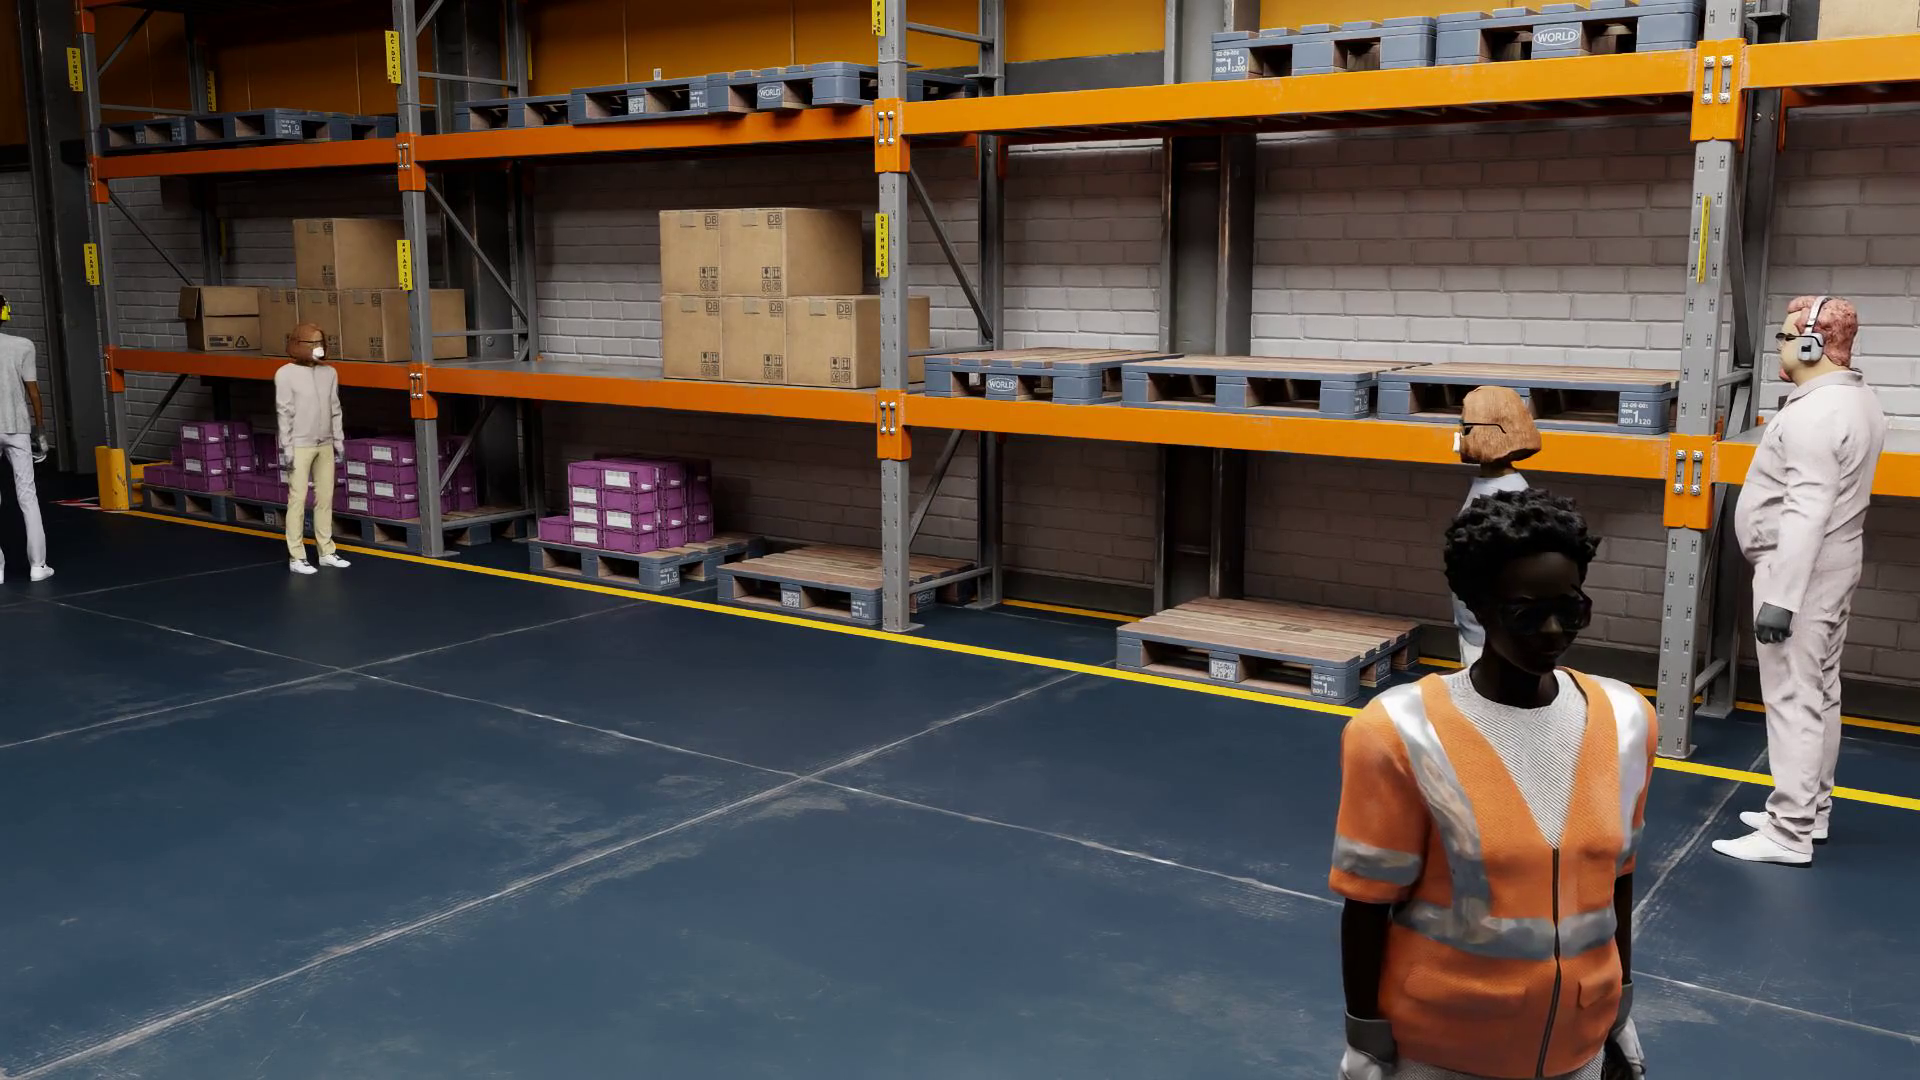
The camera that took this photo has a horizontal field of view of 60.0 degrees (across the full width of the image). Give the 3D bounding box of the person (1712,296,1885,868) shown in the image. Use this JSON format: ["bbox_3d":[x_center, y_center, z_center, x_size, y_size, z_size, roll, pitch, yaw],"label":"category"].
[{"bbox_3d":[2.821,0.139,5.609,0.409,1.907,0.651,8,12,39],"label":"person"}]

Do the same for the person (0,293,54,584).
[{"bbox_3d":[-6.020,-0.652,10.450,0.508,1.865,0.329,-5,11,-27],"label":"person"}]

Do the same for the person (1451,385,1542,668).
[{"bbox_3d":[1.668,0.327,5.302,0.279,1.634,0.499,2,10,9],"label":"person"}]

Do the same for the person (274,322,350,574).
[{"bbox_3d":[-4.223,-0.598,10.838,0.277,1.628,0.497,5,11,27],"label":"person"}]

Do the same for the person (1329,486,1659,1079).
[{"bbox_3d":[0.815,0.756,2.558,0.540,1.695,0.317,-2,10,-14],"label":"person"}]
